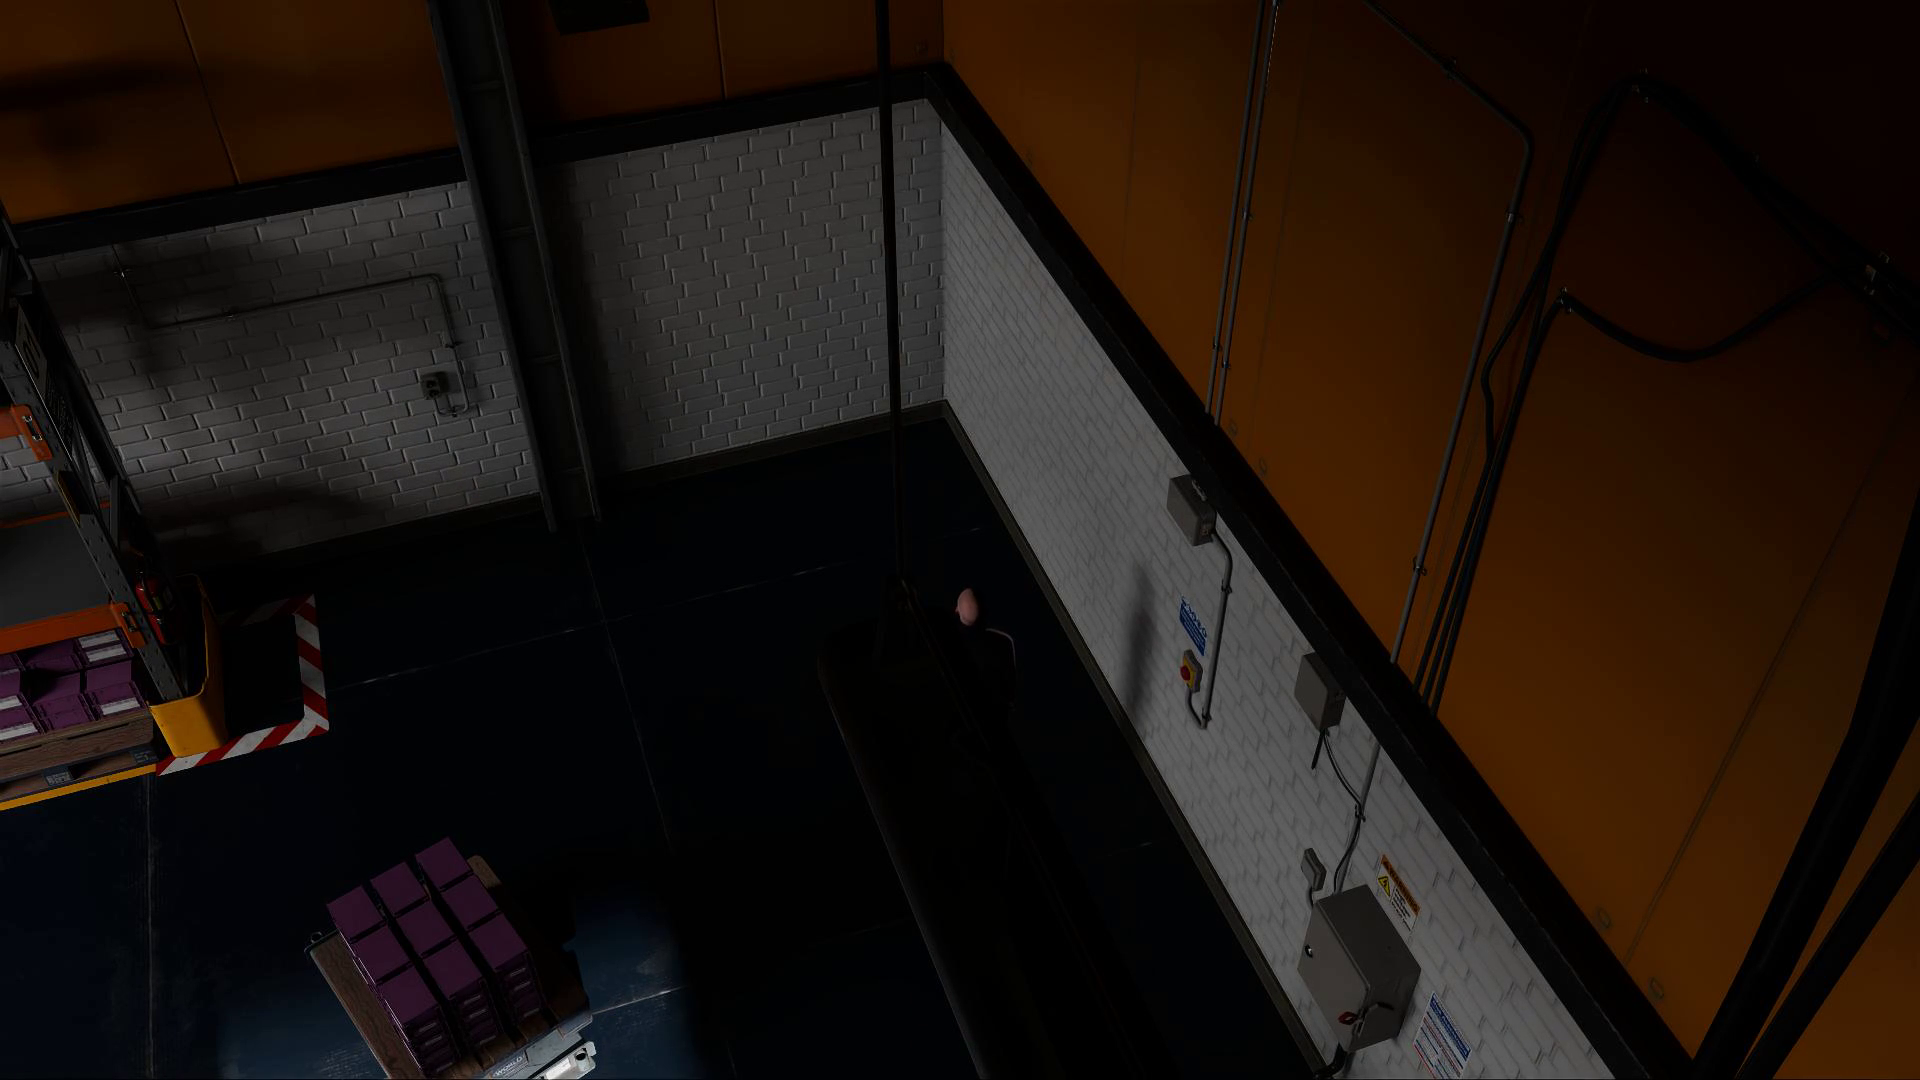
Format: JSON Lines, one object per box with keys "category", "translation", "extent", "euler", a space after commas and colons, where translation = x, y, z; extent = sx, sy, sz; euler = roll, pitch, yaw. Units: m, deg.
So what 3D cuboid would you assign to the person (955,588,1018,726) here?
{"category": "person", "translation": [0.071, 0.990, 9.779], "extent": [0.613, 1.834, 0.802], "euler": [-3, 44, -3]}
